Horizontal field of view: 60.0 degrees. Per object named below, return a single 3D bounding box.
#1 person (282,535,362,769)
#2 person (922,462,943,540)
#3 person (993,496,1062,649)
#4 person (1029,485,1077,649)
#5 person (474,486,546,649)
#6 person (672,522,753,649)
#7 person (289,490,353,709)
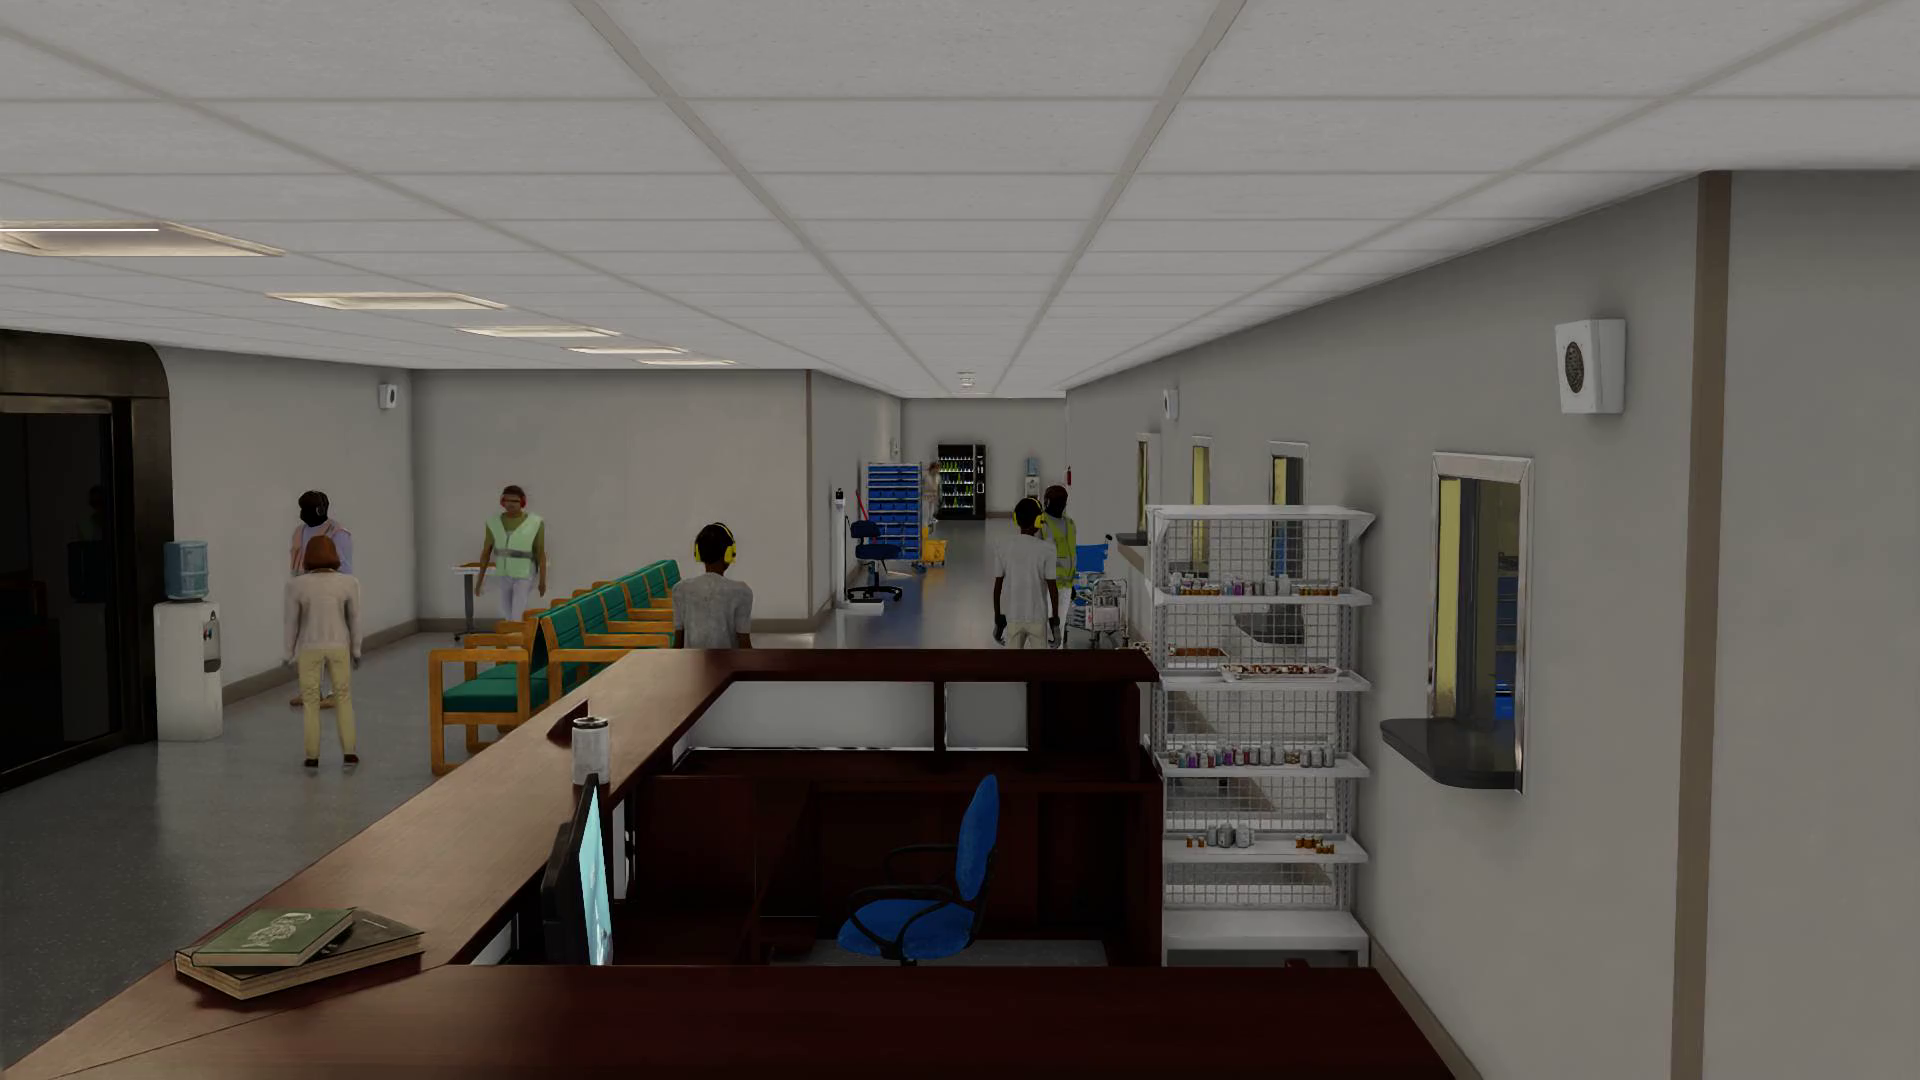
[{"bbox_3d":[-4.438,0.779,11.588,0.528,1.631,0.325,-2,5,-29],"label":"person"},{"bbox_3d":[-0.616,-0.783,33.695,0.575,1.595,0.495,-3,5,-40],"label":"person"},{"bbox_3d":[0.498,0.613,12.256,0.536,1.869,0.312,2,4,22],"label":"person"},{"bbox_3d":[0.862,0.413,15.298,0.430,1.841,0.624,4,6,42],"label":"person"},{"bbox_3d":[-4.283,0.389,15.795,0.628,1.804,0.804,1,4,12],"label":"person"},{"bbox_3d":[-1.372,0.835,9.262,0.506,1.861,0.329,1,4,17],"label":"person"},{"bbox_3d":[-5.421,0.500,14.043,0.634,1.841,0.429,2,5,29],"label":"person"}]
